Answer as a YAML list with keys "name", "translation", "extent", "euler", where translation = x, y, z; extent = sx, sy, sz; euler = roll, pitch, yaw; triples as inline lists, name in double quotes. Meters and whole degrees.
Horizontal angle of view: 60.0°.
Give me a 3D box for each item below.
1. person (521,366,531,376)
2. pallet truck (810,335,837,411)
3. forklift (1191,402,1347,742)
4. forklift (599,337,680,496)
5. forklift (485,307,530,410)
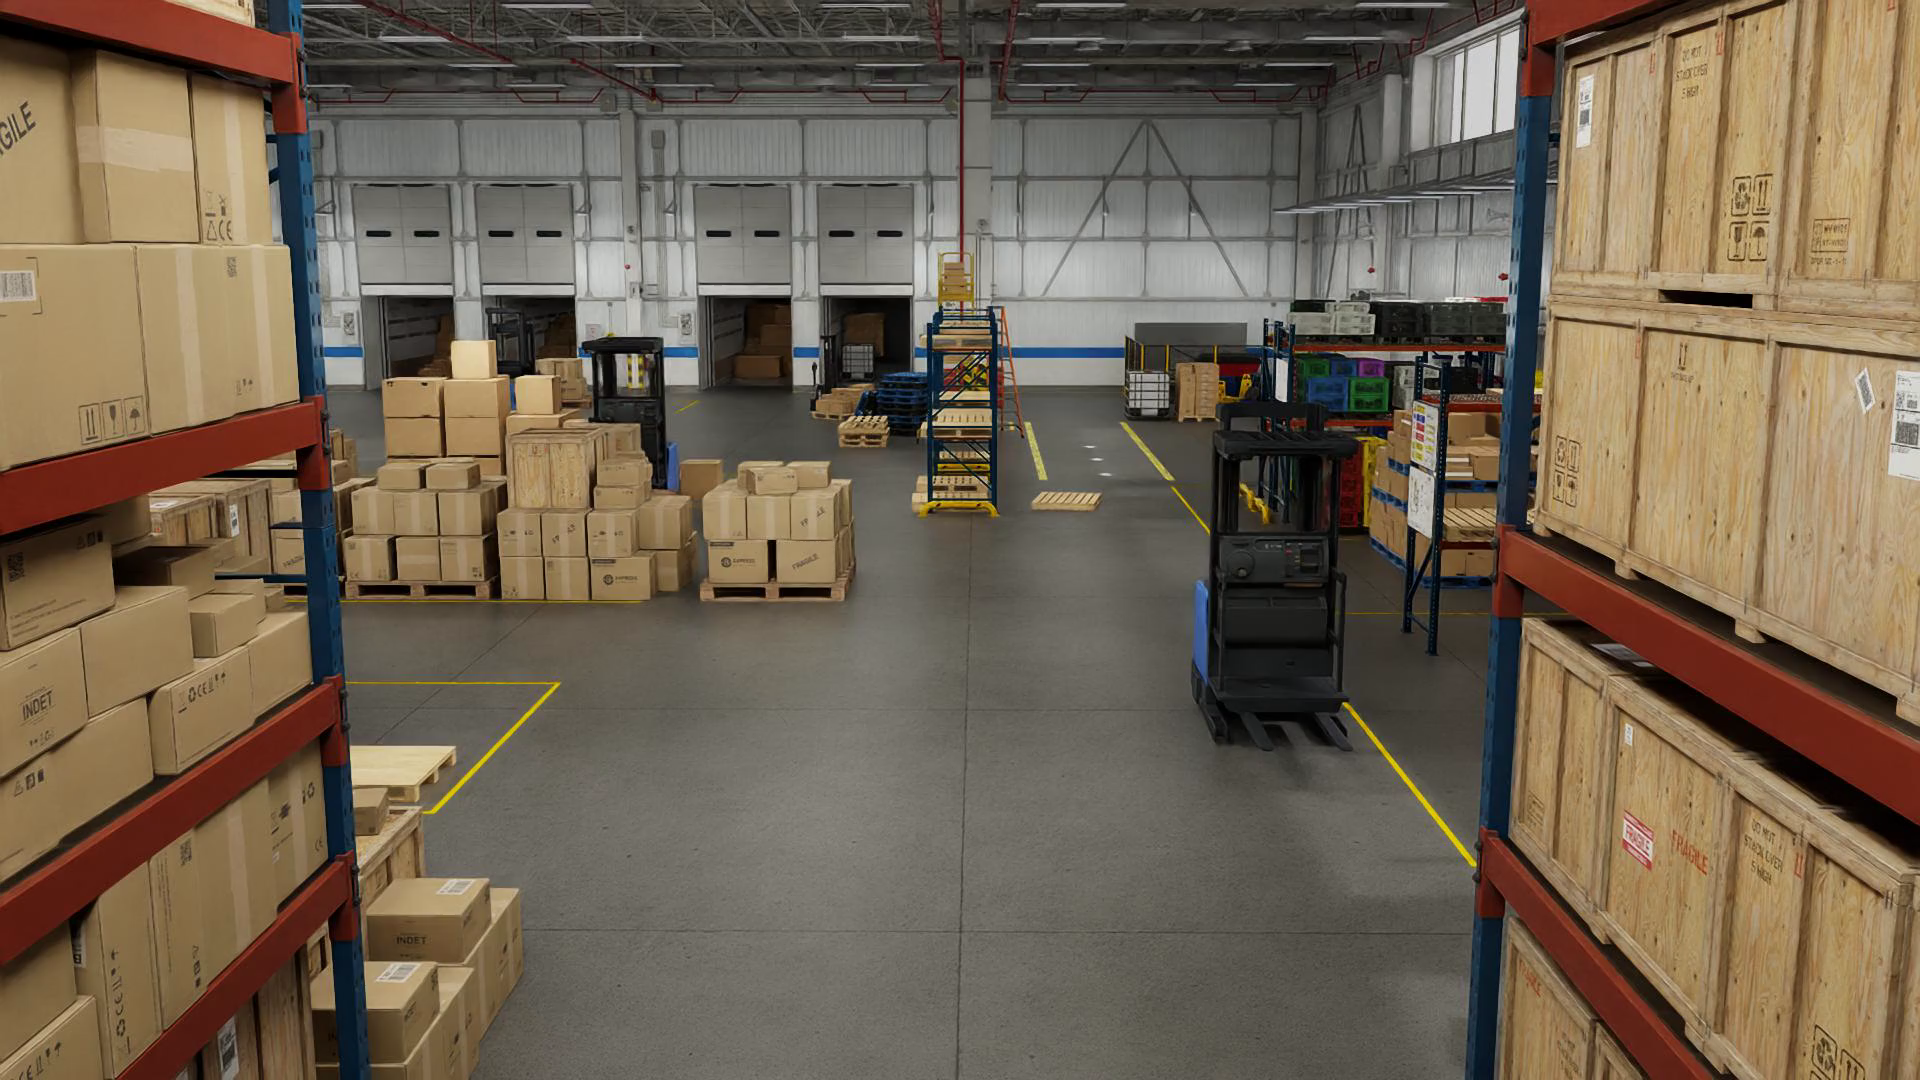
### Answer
- name: "person"
  translation: [-9.495, -2.983, 36.445]
  extent: [0.857, 1.657, 0.541]
  euler: [5, 11, 28]
- name: "pallet truck"
  translation: [-3.021, -4.312, 43.126]
  extent: [1.885, 1.965, 0.823]
  euler: [3, 10, 17]
- name: "forklift"
  translation: [2.697, 0.184, 14.638]
  extent: [1.129, 2.768, 1.873]
  euler: [0, 10, 1]
- name: "forklift"
  translation: [-5.067, -1.764, 25.881]
  extent: [1.129, 2.768, 1.873]
  euler: [0, 10, 1]
- name: "forklift"
  translation: [-10.754, -4.150, 39.646]
  extent: [1.129, 2.768, 1.873]
  euler: [0, 10, 1]
